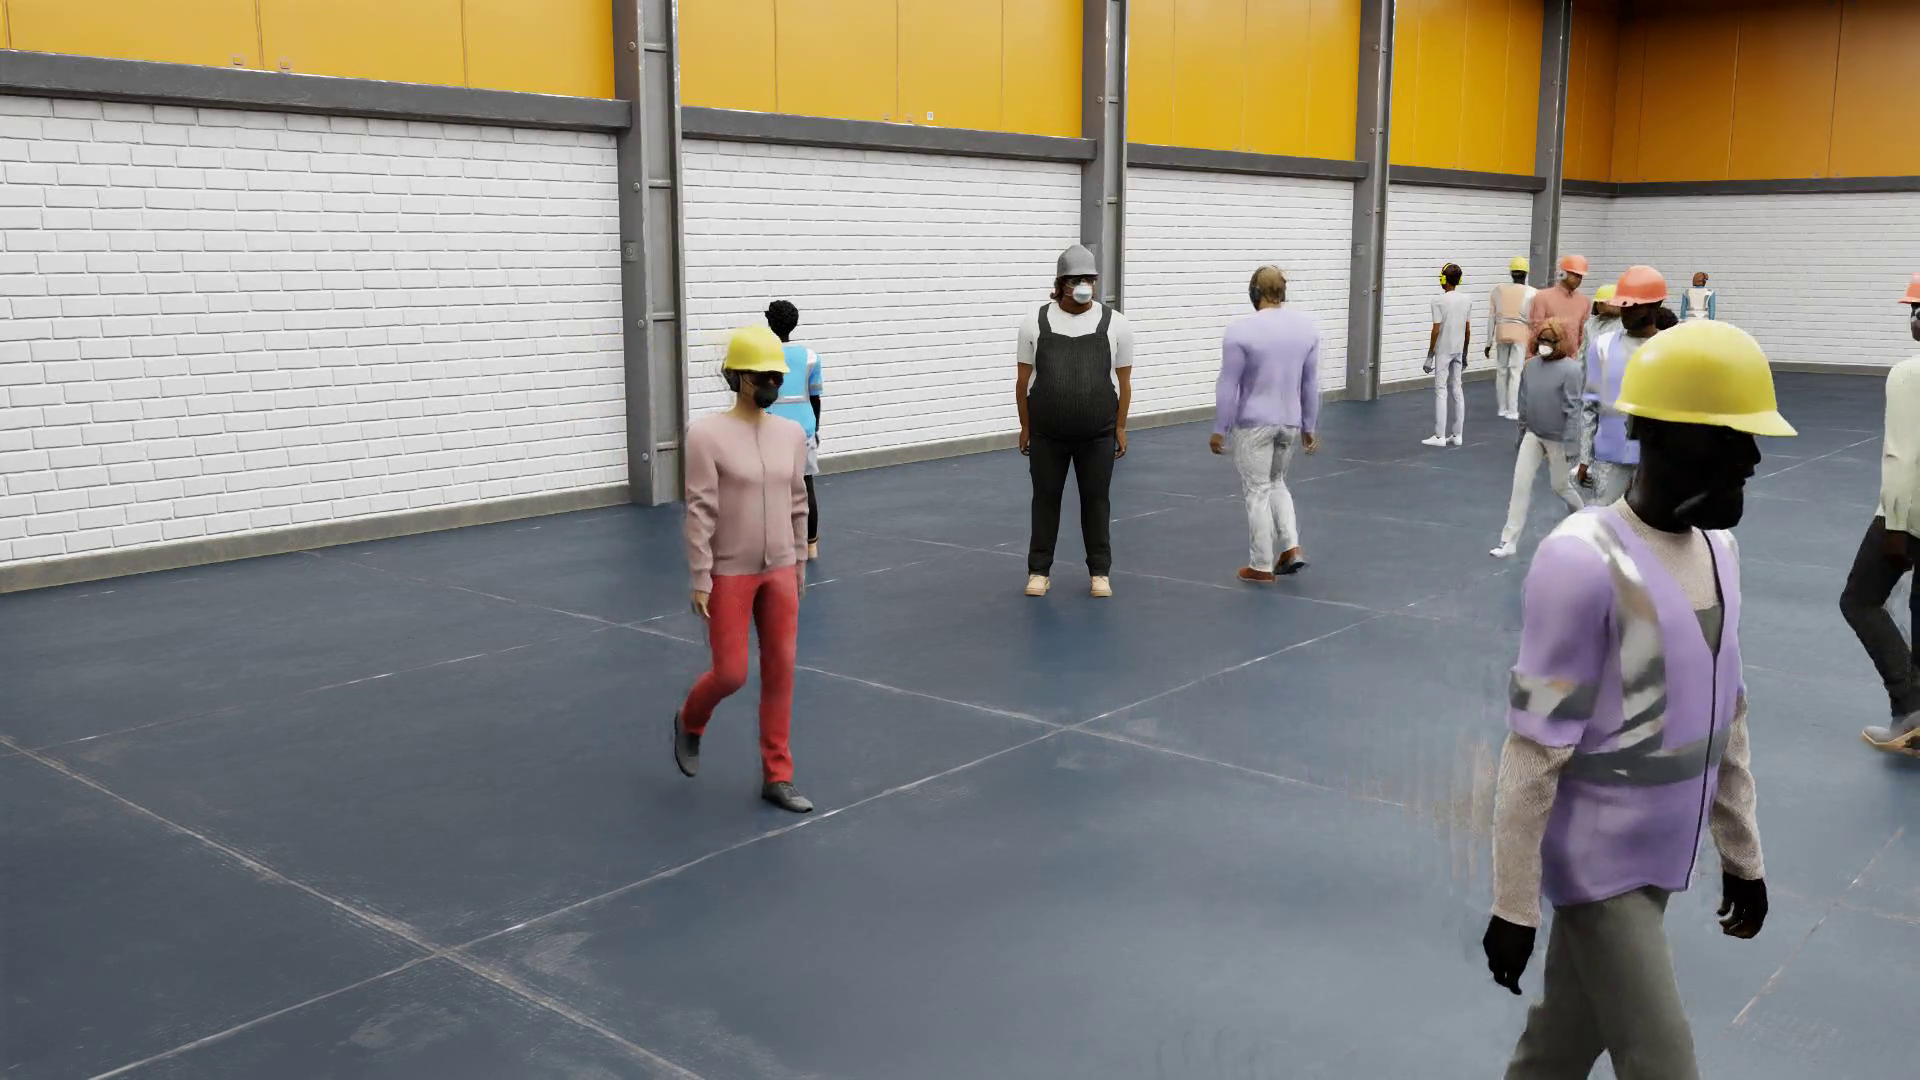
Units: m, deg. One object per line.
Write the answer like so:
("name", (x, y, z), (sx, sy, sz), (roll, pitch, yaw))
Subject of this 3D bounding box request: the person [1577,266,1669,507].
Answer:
("person", (3.462, -0.435, 8.568), (0.552, 1.930, 0.373), (7, 12, 35))

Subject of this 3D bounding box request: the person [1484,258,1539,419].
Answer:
("person", (6.631, -2.386, 19.828), (0.614, 1.893, 0.727), (7, 12, 36))

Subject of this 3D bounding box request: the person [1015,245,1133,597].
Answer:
("person", (0.657, -0.678, 9.639), (0.684, 2.000, 0.538), (1, 10, 5))

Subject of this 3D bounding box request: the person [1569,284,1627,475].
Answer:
("person", (5.853, -1.457, 15.039), (0.876, 1.704, 0.484), (-5, 11, -27))

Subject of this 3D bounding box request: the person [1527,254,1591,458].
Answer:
("person", (5.716, -1.752, 15.956), (0.633, 1.969, 0.558), (-2, 10, -9))

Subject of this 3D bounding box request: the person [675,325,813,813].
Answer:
("person", (-0.782, 0.098, 6.023), (0.537, 1.752, 0.559), (-9, 13, -40))

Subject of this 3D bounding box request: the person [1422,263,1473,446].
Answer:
("person", (4.992, -1.896, 17.059), (0.516, 1.873, 0.329), (-4, 11, -22))

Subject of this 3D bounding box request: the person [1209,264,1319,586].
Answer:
("person", (1.826, -0.678, 9.970), (0.642, 1.923, 0.426), (-5, 11, -27))

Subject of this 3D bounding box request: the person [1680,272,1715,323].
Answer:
("person", (11.759, -3.444, 26.543), (0.514, 1.636, 0.315), (8, 12, 37))

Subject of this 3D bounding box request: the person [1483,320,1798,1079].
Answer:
("person", (1.268, 0.577, 2.911), (0.629, 1.891, 0.890), (-9, 14, -43))

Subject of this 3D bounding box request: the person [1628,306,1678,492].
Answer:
("person", (4.422, -0.704, 10.915), (0.563, 1.639, 0.740), (7, 12, 33))

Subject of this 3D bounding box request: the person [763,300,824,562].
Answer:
("person", (-1.121, -0.679, 10.627), (0.540, 1.695, 0.317), (-6, 12, -30))

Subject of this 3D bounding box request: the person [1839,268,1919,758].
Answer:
("person", (3.795, -0.106, 6.557), (0.621, 1.978, 0.430), (-3, 10, -17))

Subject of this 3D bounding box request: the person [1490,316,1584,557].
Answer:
("person", (3.912, -0.686, 10.978), (0.831, 1.587, 0.551), (-5, 11, -28))
